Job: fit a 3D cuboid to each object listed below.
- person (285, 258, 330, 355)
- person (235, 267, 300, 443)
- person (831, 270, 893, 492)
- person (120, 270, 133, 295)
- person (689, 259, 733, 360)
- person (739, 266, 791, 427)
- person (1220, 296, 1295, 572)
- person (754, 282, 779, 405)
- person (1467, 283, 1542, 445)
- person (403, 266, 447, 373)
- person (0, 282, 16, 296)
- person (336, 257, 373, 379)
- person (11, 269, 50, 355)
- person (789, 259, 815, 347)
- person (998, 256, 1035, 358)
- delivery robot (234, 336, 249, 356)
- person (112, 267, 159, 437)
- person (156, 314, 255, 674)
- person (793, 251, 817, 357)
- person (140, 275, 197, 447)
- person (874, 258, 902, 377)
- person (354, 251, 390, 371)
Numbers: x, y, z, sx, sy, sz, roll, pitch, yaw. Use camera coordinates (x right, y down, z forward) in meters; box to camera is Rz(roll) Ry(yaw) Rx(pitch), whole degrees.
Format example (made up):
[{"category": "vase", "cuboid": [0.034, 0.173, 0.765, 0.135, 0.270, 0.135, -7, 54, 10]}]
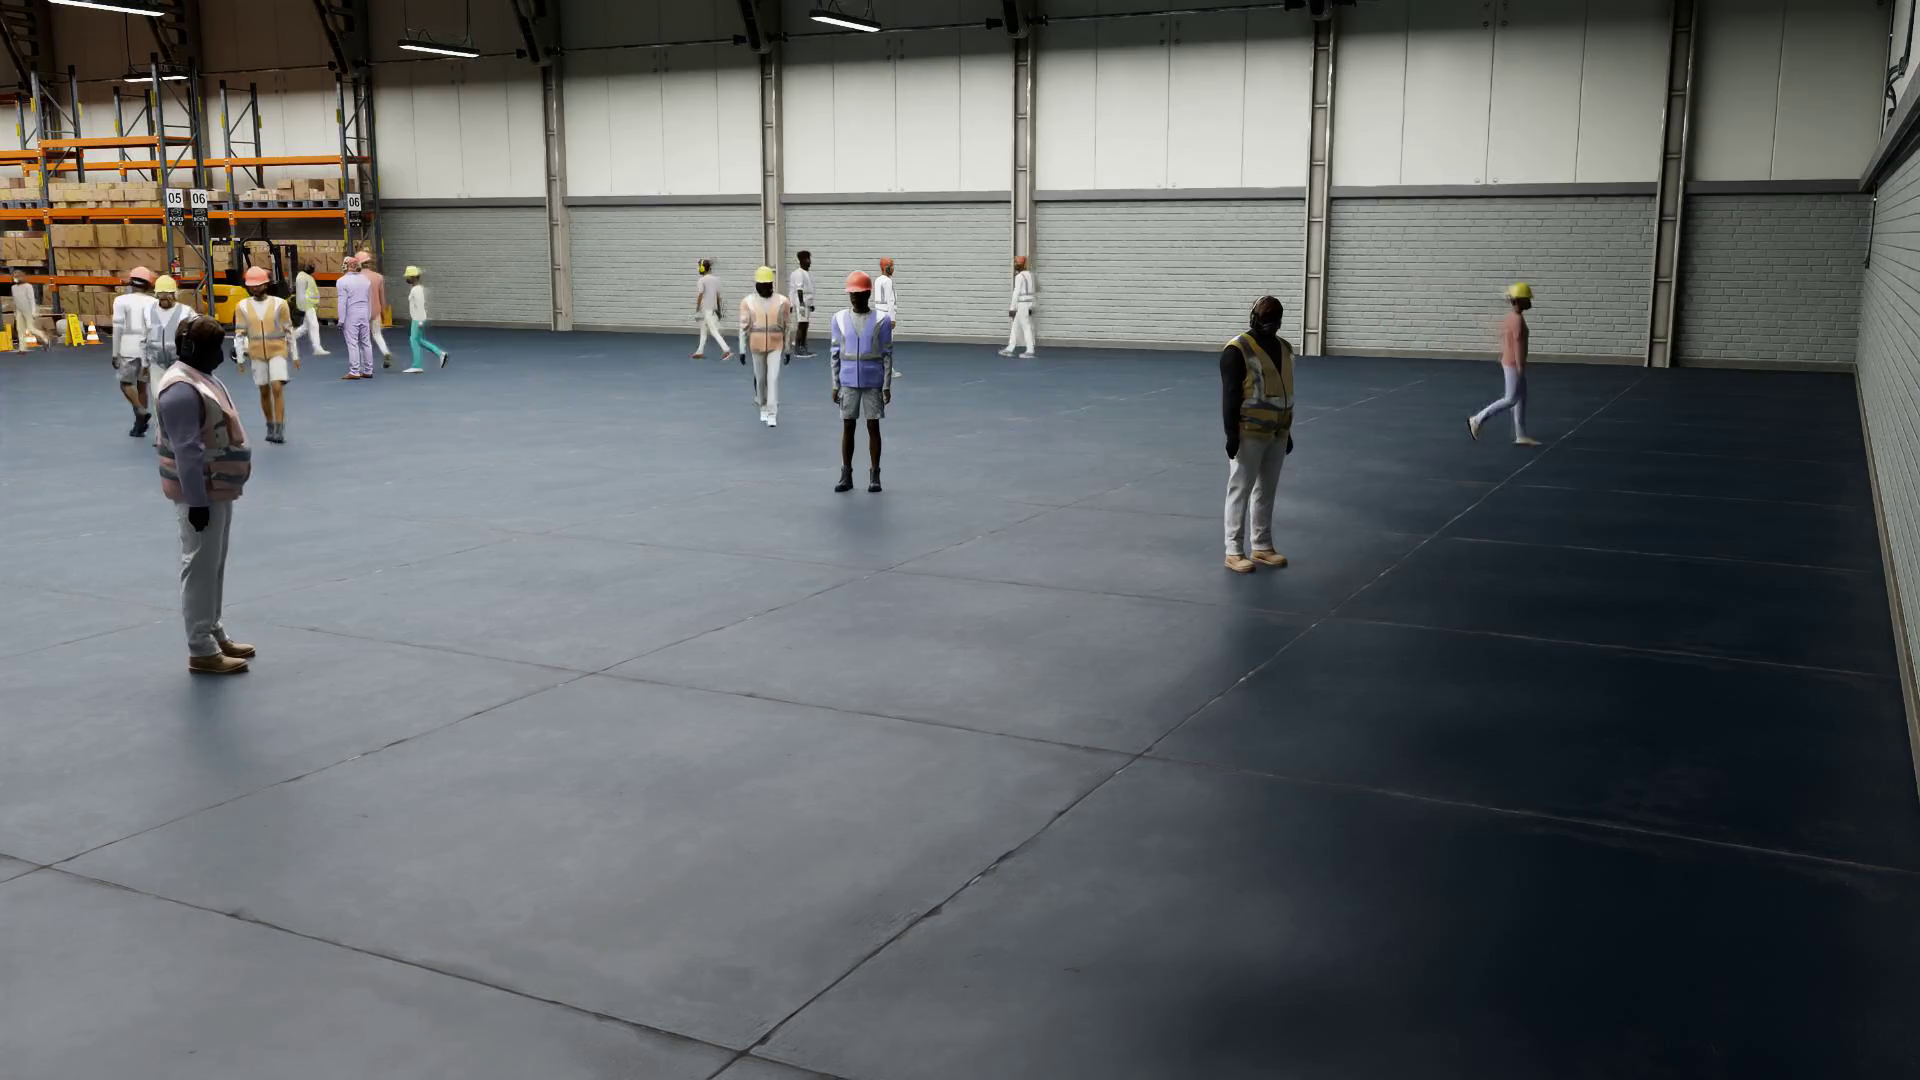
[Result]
[{"category": "person", "cuboid": [-12.343, -4.374, 31.249, 0.800, 1.815, 0.635, -2, 11, -10]}, {"category": "person", "cuboid": [-7.480, -1.977, 17.914, 0.591, 1.895, 0.881, -2, 11, -11]}, {"category": "person", "cuboid": [-0.862, -1.380, 14.548, 0.547, 1.938, 0.379, 1, 10, 7]}, {"category": "person", "cuboid": [-14.885, -4.014, 29.772, 0.330, 1.622, 0.536, -6, 12, -28]}, {"category": "person", "cuboid": [-4.504, -4.154, 30.024, 0.978, 1.823, 0.521, 5, 11, 24]}, {"category": "person", "cuboid": [-2.319, -2.316, 19.815, 0.603, 1.884, 0.974, -1, 10, -6]}, {"category": "person", "cuboid": [2.023, -0.714, 11.186, 0.634, 1.839, 0.429, -8, 13, -37]}, {"category": "person", "cuboid": [-2.595, -2.631, 22.027, 0.322, 1.697, 0.536, -3, 11, -17]}, {"category": "person", "cuboid": [5.863, -1.872, 17.756, 0.722, 1.748, 0.531, 3, 11, 15]}, {"category": "person", "cuboid": [-8.799, -3.611, 27.210, 0.620, 1.746, 0.528, -3, 11, -16]}, {"category": "person", "cuboid": [-24.033, -6.380, 41.533, 0.904, 2.000, 0.697, 6, 12, 29]}, {"category": "person", "cuboid": [-9.478, -3.460, 25.974, 0.399, 1.909, 0.642, 5, 12, 27]}, {"category": "person", "cuboid": [-17.545, -4.283, 31.283, 0.518, 1.613, 0.608, 3, 11, 16]}, {"category": "person", "cuboid": [-3.155, -4.693, 32.794, 0.671, 1.888, 0.632, 8, 13, 37]}, {"category": "person", "cuboid": [1.011, -4.258, 30.458, 0.854, 1.852, 0.612, 4, 11, 18]}, {"category": "delivery robot", "cuboid": [-12.494, -3.470, 29.465, 0.707, 0.478, 0.477, 4, 11, 21]}, {"category": "person", "cuboid": [-9.112, -2.081, 18.503, 0.615, 1.892, 0.609, 10, 14, 44]}, {"category": "person", "cuboid": [-3.881, -0.238, 8.594, 0.429, 1.839, 0.629, -3, 11, -14]}, {"category": "person", "cuboid": [-2.891, -4.357, 30.766, 0.484, 1.965, 0.650, 1, 10, 5]}, {"category": "person", "cuboid": [-8.386, -1.883, 17.621, 0.629, 1.808, 0.772, -2, 11, -9]}, {"category": "person", "cuboid": [-1.167, -3.526, 26.403, 0.356, 1.883, 0.573, -5, 11, -25]}, {"category": "person", "cuboid": [-9.702, -3.741, 27.302, 0.662, 1.977, 0.635, 9, 14, 41]}]
